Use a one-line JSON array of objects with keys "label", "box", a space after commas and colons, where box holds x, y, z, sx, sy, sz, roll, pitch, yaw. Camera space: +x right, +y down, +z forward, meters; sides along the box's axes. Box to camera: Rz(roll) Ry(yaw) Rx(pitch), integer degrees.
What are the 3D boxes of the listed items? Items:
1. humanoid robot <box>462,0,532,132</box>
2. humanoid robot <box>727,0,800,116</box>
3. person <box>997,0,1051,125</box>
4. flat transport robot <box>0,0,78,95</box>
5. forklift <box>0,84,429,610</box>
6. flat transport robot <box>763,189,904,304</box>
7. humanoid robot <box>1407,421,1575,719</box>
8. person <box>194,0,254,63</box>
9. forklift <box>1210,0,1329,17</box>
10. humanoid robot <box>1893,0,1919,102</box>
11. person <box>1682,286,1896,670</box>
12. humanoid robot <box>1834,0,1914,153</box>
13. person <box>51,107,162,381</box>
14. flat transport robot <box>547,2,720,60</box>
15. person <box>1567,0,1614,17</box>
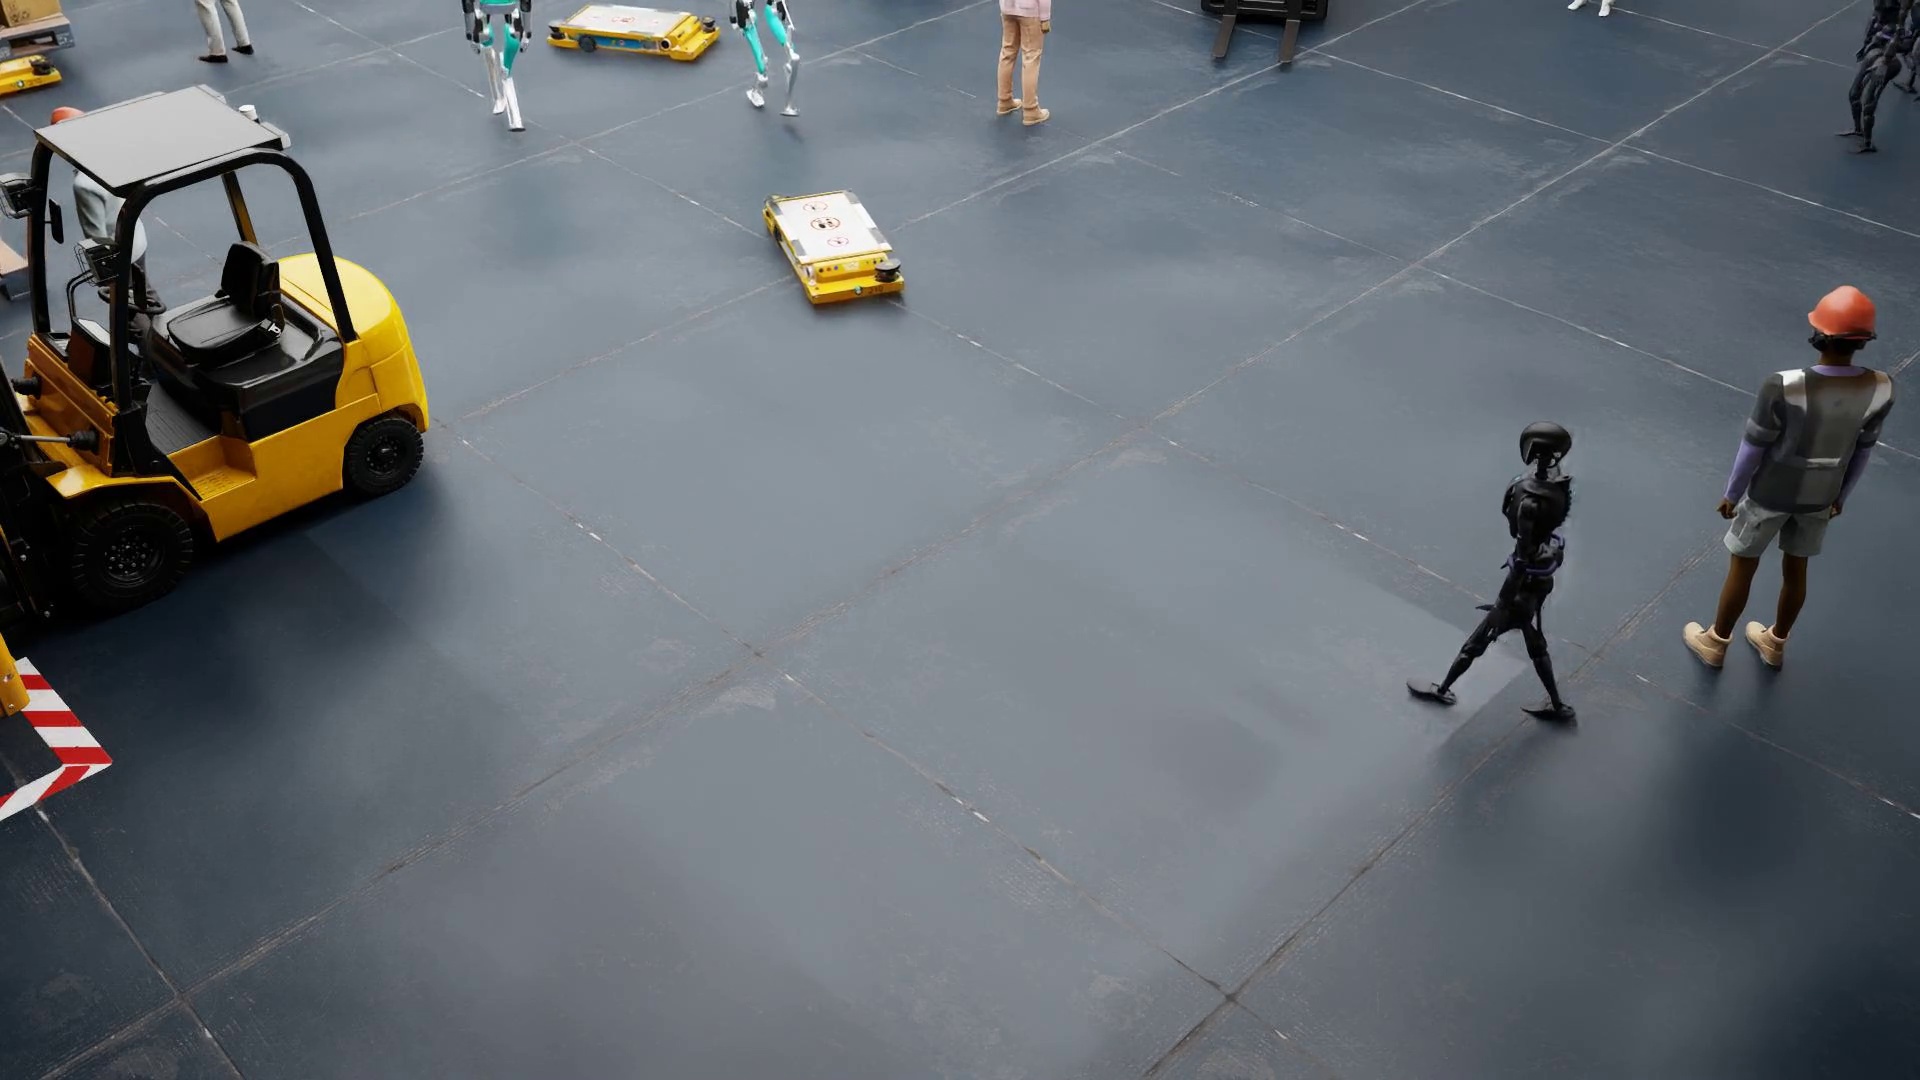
[{"label": "humanoid robot", "box": [-3.690, -4.133, 13.307, 0.578, 1.724, 1.041, -13, 39, -16]}, {"label": "humanoid robot", "box": [-1.538, -4.191, 13.426, 0.534, 1.768, 1.004, -18, 40, -22]}, {"label": "person", "box": [0.505, -4.262, 13.447, 0.408, 1.775, 0.526, -31, 46, -34]}, {"label": "flat transport robot", "box": [-8.530, -4.269, 14.712, 0.659, 0.231, 1.431, -26, 44, -30]}, {"label": "forklift", "box": [-4.145, -1.093, 8.856, 2.313, 2.155, 1.214, -31, 47, -34]}, {"label": "flat transport robot", "box": [-0.922, -2.119, 11.833, 0.659, 0.231, 1.431, -12, 38, -15]}, {"label": "humanoid robot", "box": [2.602, 0.166, 7.641, 0.783, 1.626, 0.611, 17, 40, 21]}, {"label": "person", "box": [-6.630, -5.071, 14.528, 0.384, 1.788, 0.543, 14, 39, 17]}, {"label": "forklift", "box": [3.106, -6.400, 15.960, 1.214, 2.155, 2.313, 8, 37, 10]}, {"label": "humanoid robot", "box": [8.191, -4.482, 13.824, 0.610, 1.637, 0.562, -9, 38, -12]}, {"label": "person", "box": [3.921, -0.261, 7.879, 0.601, 2.034, 0.414, 0, 37, -1]}, {"label": "humanoid robot", "box": [7.188, -3.815, 12.939, 0.388, 1.641, 0.589, 4, 37, 5]}, {"label": "person", "box": [-5.180, -1.808, 10.187, 0.345, 1.740, 0.573, -2, 37, -3]}, {"label": "flat transport robot", "box": [-2.991, -4.654, 15.226, 1.431, 0.231, 0.659, 9, 38, 12]}, {"label": "person", "box": [6.074, -5.748, 15.553, 0.517, 1.632, 0.314, 25, 44, 30]}]
